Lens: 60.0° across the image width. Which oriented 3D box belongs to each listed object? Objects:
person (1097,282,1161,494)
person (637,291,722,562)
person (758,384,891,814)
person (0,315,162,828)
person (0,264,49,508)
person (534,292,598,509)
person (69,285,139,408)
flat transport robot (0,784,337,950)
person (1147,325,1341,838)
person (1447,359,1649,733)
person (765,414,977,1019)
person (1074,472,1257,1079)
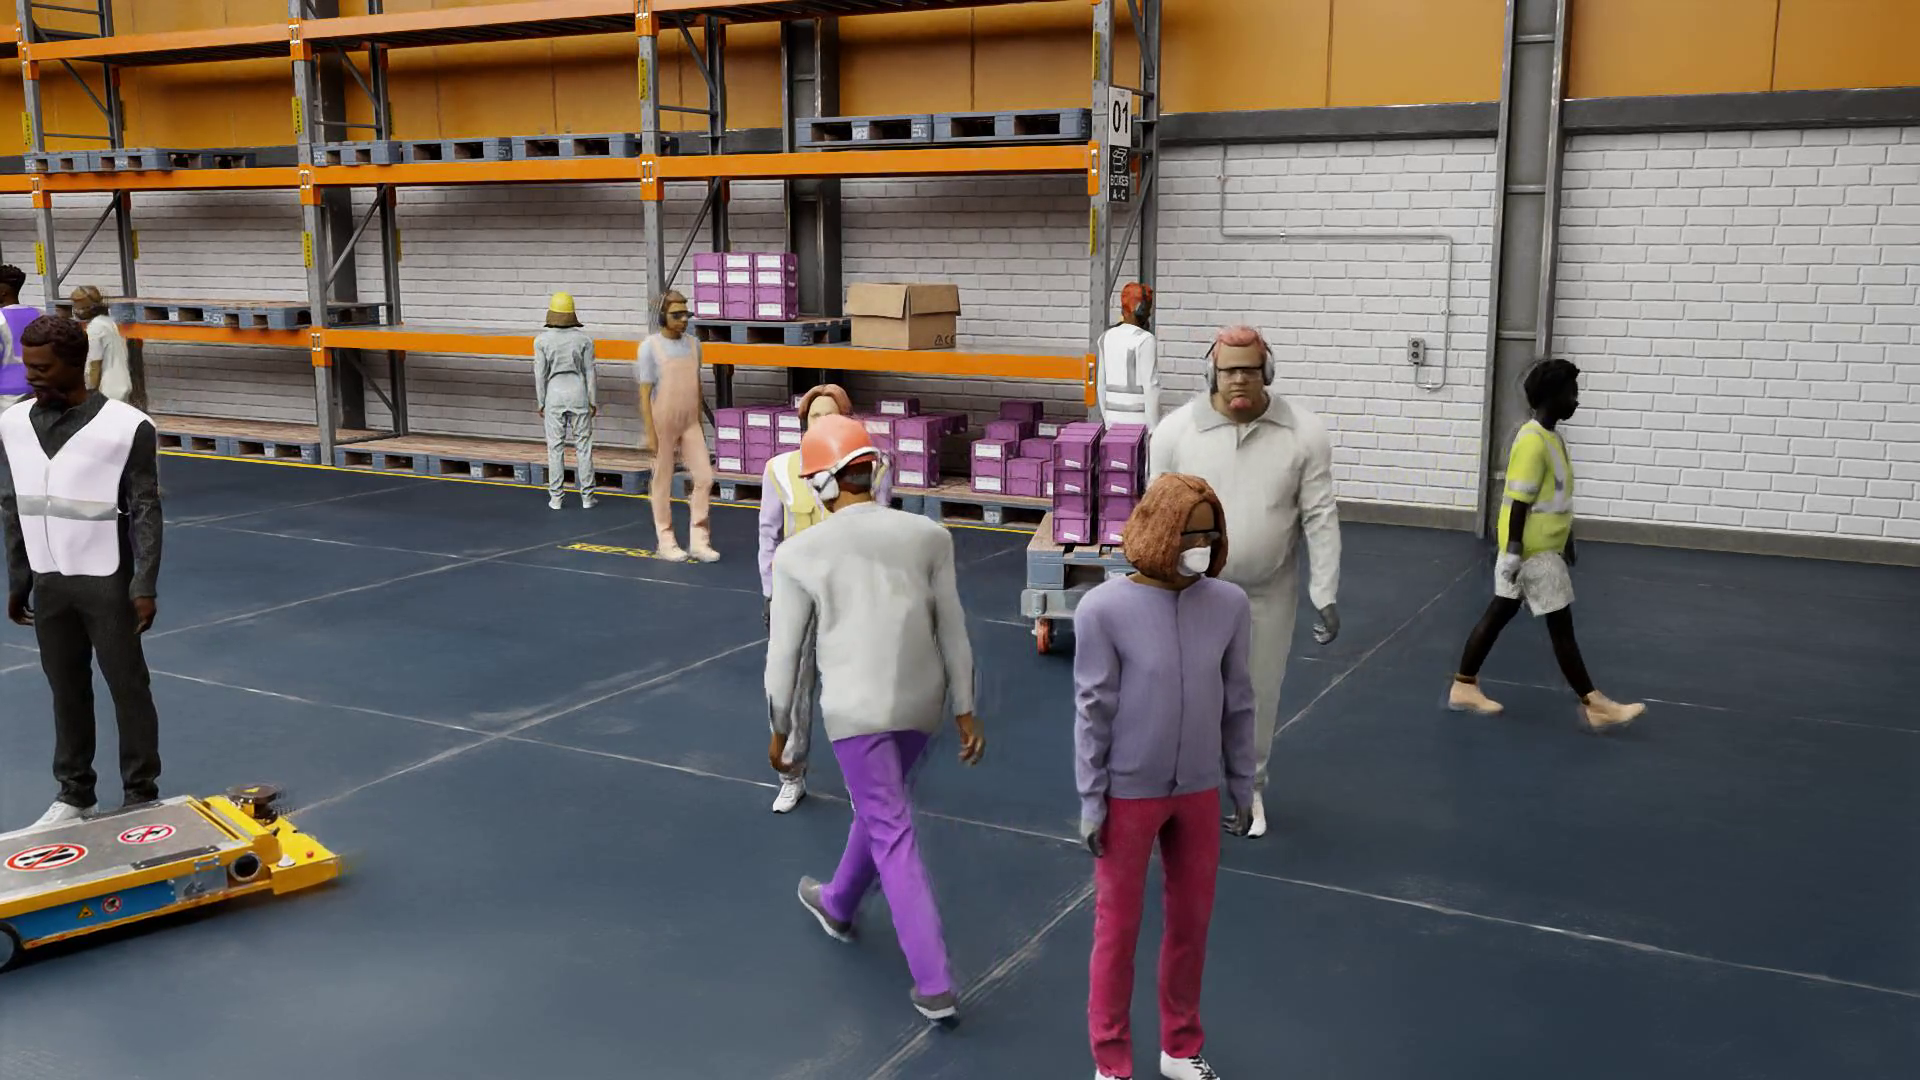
[{"bbox_3d":[1.149,-0.774,11.139,0.356,1.887,0.572,-7,12,-32],"label":"person"},{"bbox_3d":[-1.843,-0.732,11.063,0.552,1.825,0.666,-10,14,-42],"label":"person"},{"bbox_3d":[-0.510,0.225,6.327,0.511,1.644,0.308,0,10,0],"label":"person"},{"bbox_3d":[-3.172,0.143,6.042,0.587,1.914,0.390,1,10,7],"label":"person"},{"bbox_3d":[-7.596,-1.234,13.437,0.361,1.966,0.612,5,11,24],"label":"person"},{"bbox_3d":[-3.171,-1.120,13.424,0.489,1.746,0.284,-2,11,-12],"label":"person"},{"bbox_3d":[-6.902,-1.174,13.570,0.430,1.801,0.688,-1,10,-6],"label":"person"},{"bbox_3d":[-2.845,1.089,5.358,1.431,0.197,0.652,-9,14,-41],"label":"flat transport robot"},{"bbox_3d":[0.987,0.194,5.866,0.676,1.878,0.774,1,10,3],"label":"person"},{"bbox_3d":[2.623,0.022,7.397,0.882,1.642,0.551,5,11,25],"label":"person"},{"bbox_3d":[-0.263,0.483,4.844,0.568,1.671,0.972,-6,12,-32],"label":"person"},{"bbox_3d":[0.516,0.637,4.121,0.500,1.626,0.308,-4,11,-22],"label":"person"}]
